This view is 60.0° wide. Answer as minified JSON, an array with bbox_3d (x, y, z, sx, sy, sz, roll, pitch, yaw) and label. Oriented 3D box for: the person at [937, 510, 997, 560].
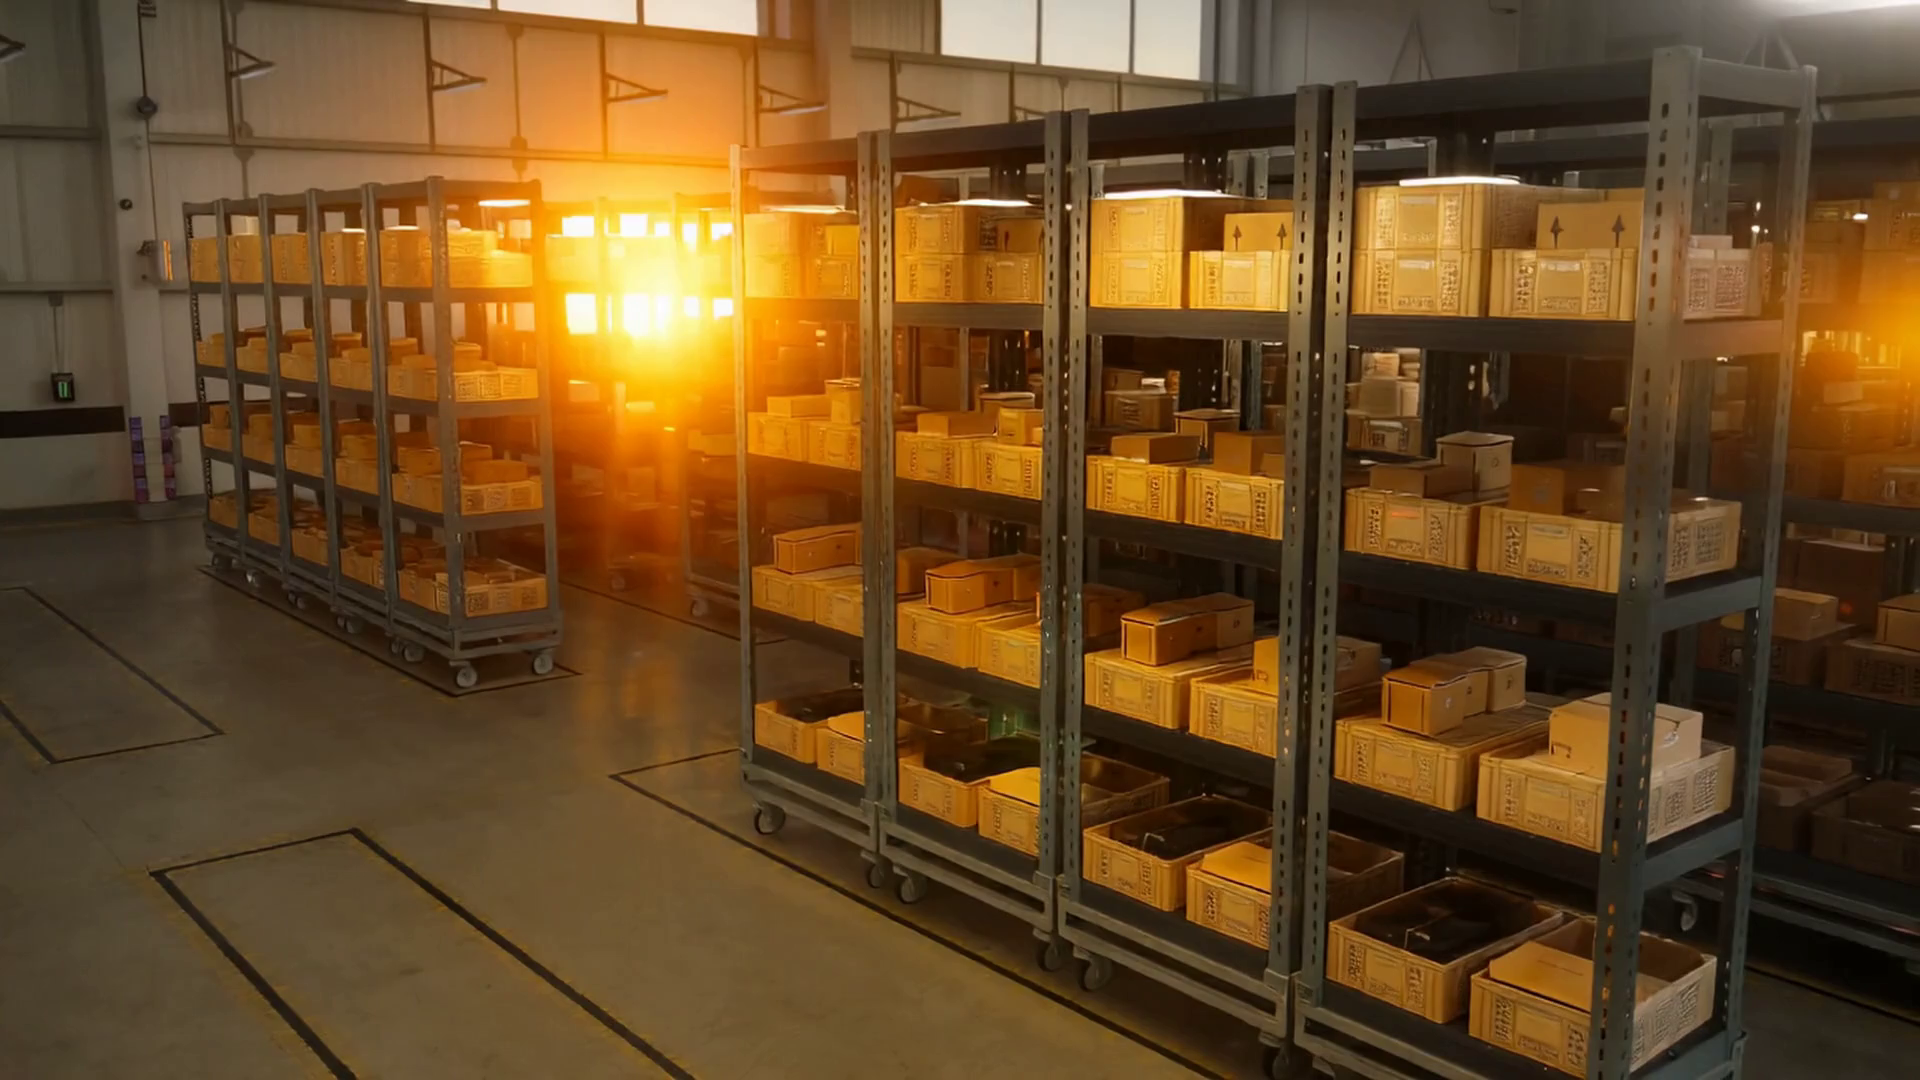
[{"bbox_3d":[0.095,0.054,12.519,0.598,1.791,0.972,6,11,30],"label":"person"}]
